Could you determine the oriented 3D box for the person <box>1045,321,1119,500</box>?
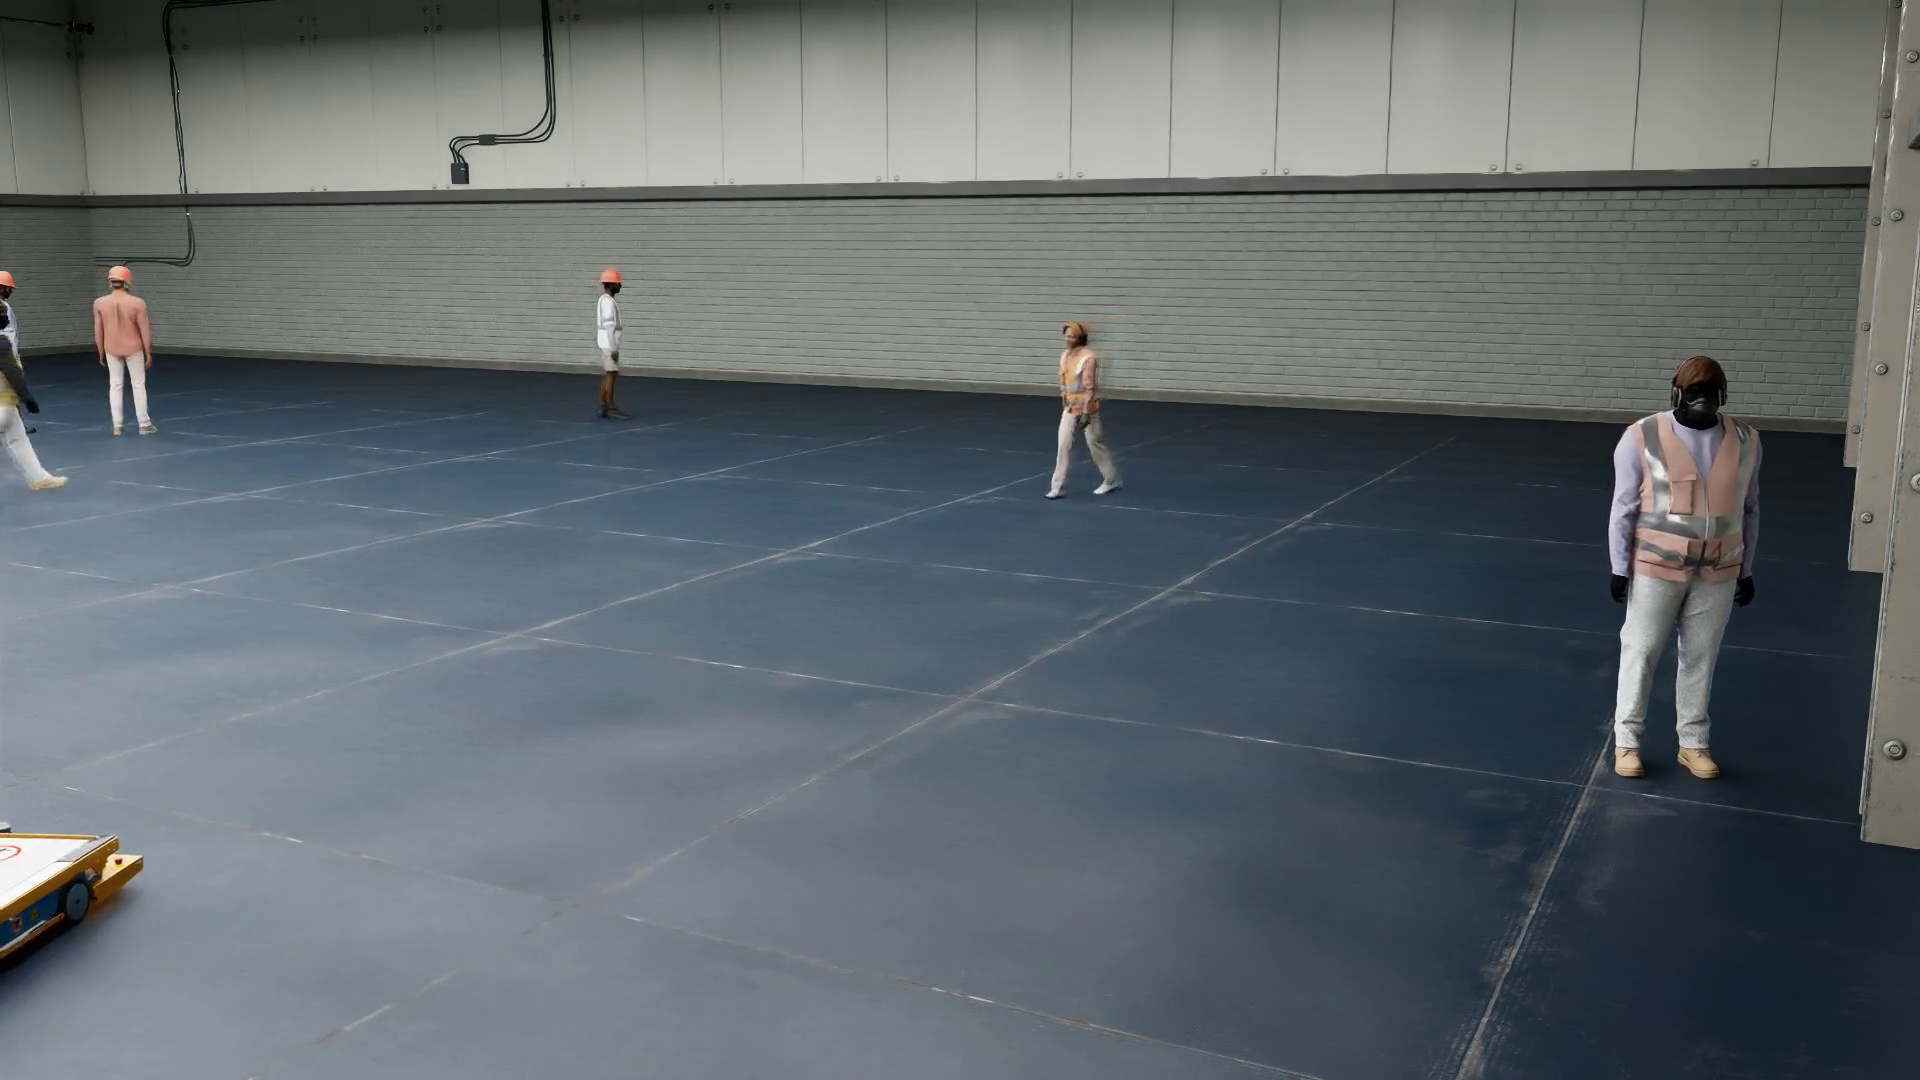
[{"bbox_3d":[1.102,-1.167,14.925,0.800,1.594,0.516,-8,13,-37],"label":"person"}]

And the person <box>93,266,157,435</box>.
[{"bbox_3d":[-9.855,-2.233,19.649,0.622,1.990,0.401,-1,10,-8],"label":"person"}]

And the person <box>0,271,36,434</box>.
[{"bbox_3d":[-11.303,-2.213,19.714,0.543,1.932,0.365,8,13,36],"label":"person"}]

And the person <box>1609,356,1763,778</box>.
[{"bbox_3d":[3.133,0.126,7.199,0.634,1.841,0.429,1,10,3],"label":"person"}]

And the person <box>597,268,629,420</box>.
[{"bbox_3d":[-4.432,-2.495,21.234,0.375,1.936,0.549,-3,11,-16],"label":"person"}]

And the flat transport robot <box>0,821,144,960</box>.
[{"bbox_3d":[-3.359,1.243,5.393,0.652,0.197,1.431,1,10,4],"label":"flat transport robot"}]

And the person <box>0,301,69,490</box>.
[{"bbox_3d":[-8.672,-1.276,15.016,0.982,1.792,0.633,-10,14,-43],"label":"person"}]
